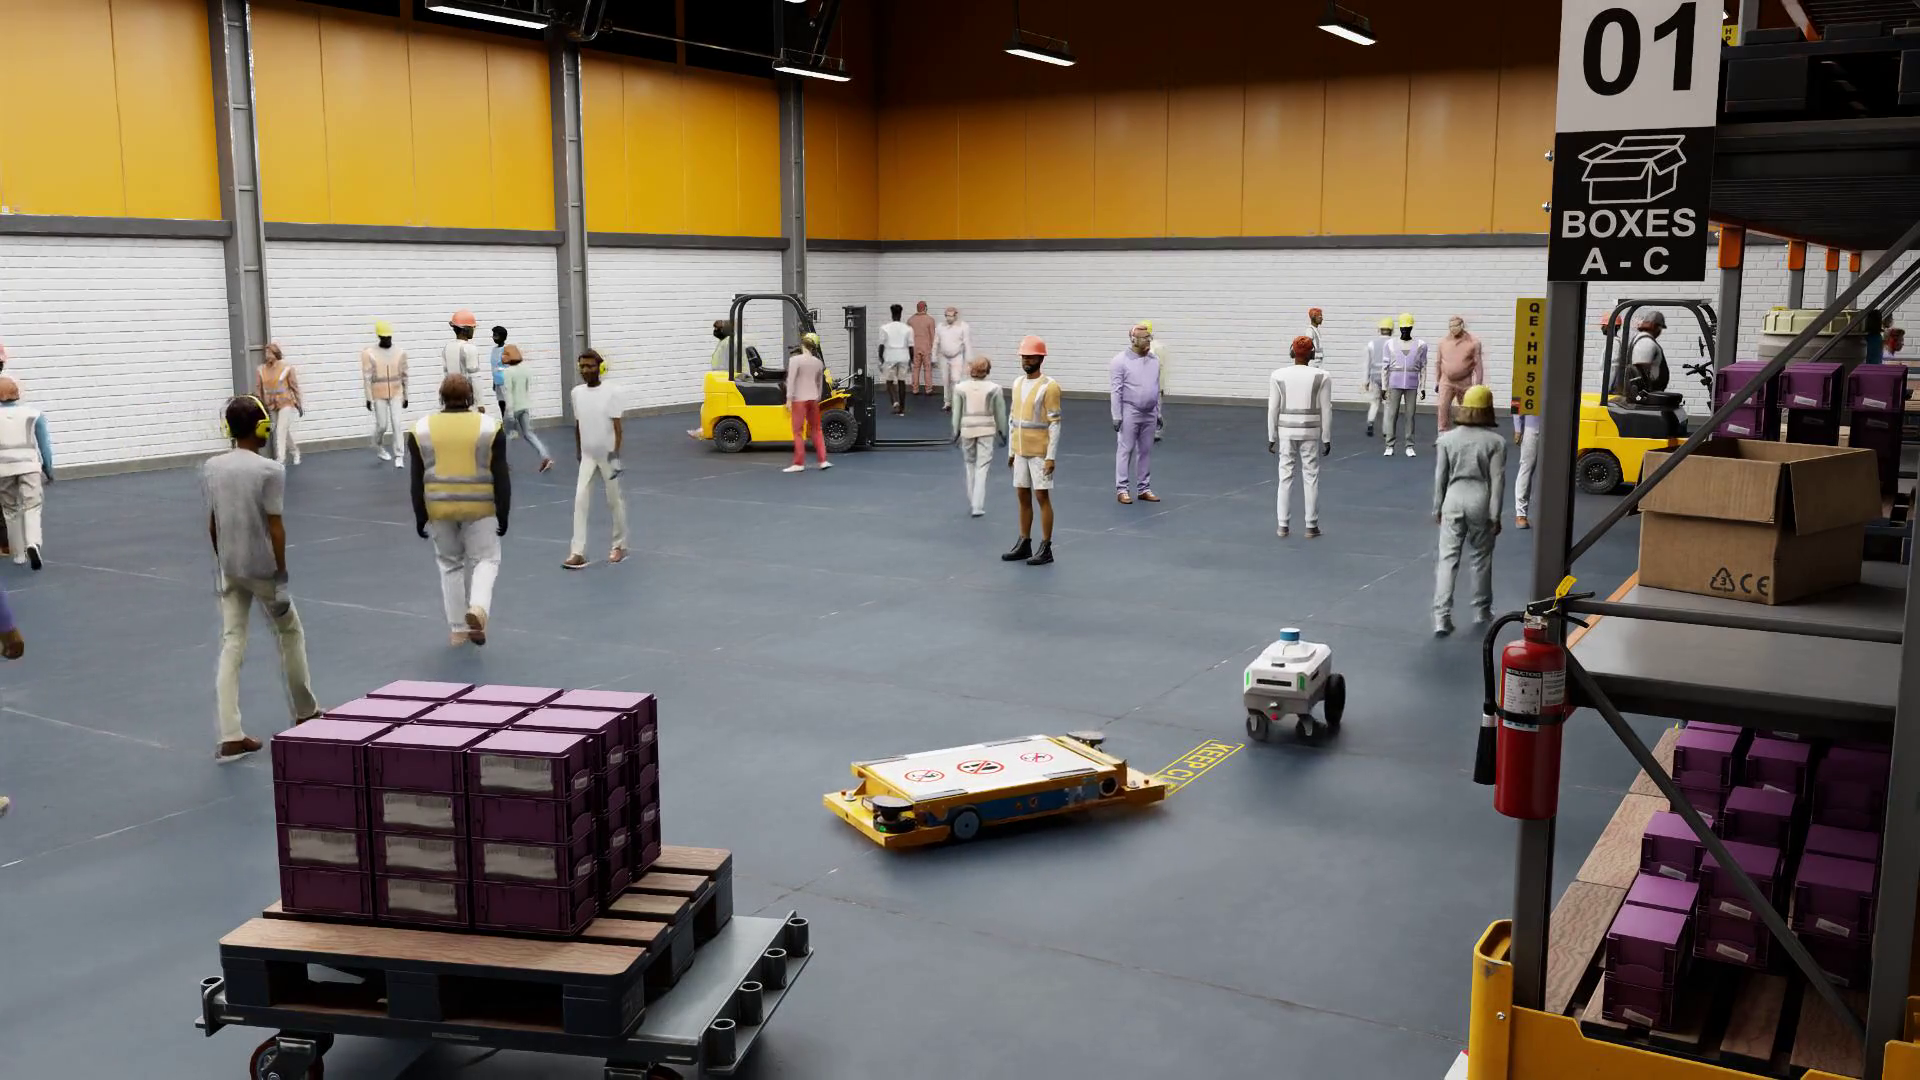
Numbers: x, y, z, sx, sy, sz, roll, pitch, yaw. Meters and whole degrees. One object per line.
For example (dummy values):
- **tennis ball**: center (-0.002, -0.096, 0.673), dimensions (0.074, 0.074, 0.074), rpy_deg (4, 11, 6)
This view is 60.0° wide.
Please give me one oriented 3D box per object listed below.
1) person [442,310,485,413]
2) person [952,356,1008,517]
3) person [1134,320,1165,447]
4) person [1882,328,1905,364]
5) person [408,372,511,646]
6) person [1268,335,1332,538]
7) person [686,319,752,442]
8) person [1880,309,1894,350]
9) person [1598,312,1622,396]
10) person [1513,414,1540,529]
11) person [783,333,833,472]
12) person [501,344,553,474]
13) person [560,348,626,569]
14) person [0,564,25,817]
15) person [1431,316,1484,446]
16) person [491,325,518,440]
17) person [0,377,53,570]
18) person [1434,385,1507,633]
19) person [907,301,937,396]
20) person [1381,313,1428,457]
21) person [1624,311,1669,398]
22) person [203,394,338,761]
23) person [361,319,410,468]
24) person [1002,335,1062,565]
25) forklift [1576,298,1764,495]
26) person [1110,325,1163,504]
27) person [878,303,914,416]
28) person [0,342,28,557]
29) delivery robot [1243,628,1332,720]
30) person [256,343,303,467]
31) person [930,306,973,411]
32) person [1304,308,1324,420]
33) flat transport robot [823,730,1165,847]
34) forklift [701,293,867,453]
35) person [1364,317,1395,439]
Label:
- **person**: center (-5.620, -1.592, 18.952), dimensions (0.608, 2.044, 0.370), rpy_deg (7, 12, 38)
- **person**: center (0.225, -1.066, 17.002), dimensions (0.549, 1.601, 0.792), rpy_deg (2, 9, 15)
- **person**: center (2.572, -2.232, 23.738), dimensions (0.934, 1.781, 0.605), rpy_deg (-6, 11, -33)
- **person**: center (10.720, -1.546, 19.326), dimensions (0.513, 1.828, 0.579), rpy_deg (2, 9, 12)
- **person**: center (-3.249, -0.178, 10.825), dimensions (0.631, 1.827, 0.631), rpy_deg (-1, 9, -9)
- **person**: center (3.166, -0.961, 15.504), dimensions (0.584, 1.882, 0.339), rpy_deg (3, 10, 18)
- **person**: center (-3.469, -2.302, 24.167), dimensions (0.974, 1.788, 0.626), rpy_deg (-3, 10, -20)
- **person**: center (13.510, -2.433, 24.529), dimensions (0.359, 1.936, 0.632), rpy_deg (-1, 9, -5)
- **person**: center (8.777, -2.107, 22.490), dimensions (0.369, 1.939, 0.542), rpy_deg (4, 10, 24)
- **person**: center (5.631, -1.067, 16.008), dimensions (0.627, 1.936, 0.376), rpy_deg (0, 9, 2)
- **person**: center (-1.893, -1.698, 20.627), dimensions (0.353, 1.721, 0.646), rpy_deg (9, 12, 43)
- **person**: center (-5.384, -1.602, 20.400), dimensions (0.806, 1.599, 0.510), rpy_deg (3, 10, 21)
- **person**: center (-3.044, -0.667, 13.844), dimensions (0.530, 1.834, 0.896), rpy_deg (2, 9, 15)
- **person**: center (-4.283, 0.315, 7.109), dimensions (0.627, 2.018, 0.722), rpy_deg (5, 10, 28)
- **person**: center (7.131, -2.257, 23.725), dimensions (0.694, 1.861, 0.704), rpy_deg (4, 10, 25)
- **person**: center (-6.763, -2.326, 24.640), dimensions (0.320, 1.694, 0.538), rpy_deg (-8, 12, -40)
- **person**: center (-7.829, -0.551, 13.801), dimensions (0.536, 1.605, 0.741), rpy_deg (-5, 10, -27)
- **person**: center (3.503, -0.218, 11.452), dimensions (0.499, 1.697, 0.886), rpy_deg (6, 11, 33)
- **person**: center (-0.745, -3.865, 33.551), dimensions (0.642, 1.913, 0.408), rpy_deg (4, 10, 25)
- **person**: center (5.960, -2.076, 22.331), dimensions (0.595, 1.925, 0.371), rpy_deg (2, 9, 11)
- **person**: center (8.992, -2.052, 21.829), dimensions (0.984, 2.000, 0.681), rpy_deg (0, 9, 3)
- **person**: center (-3.608, 0.165, 8.617), dimensions (0.545, 1.831, 0.885), rpy_deg (3, 9, 15)
- **person**: center (-7.320, -1.874, 21.198), dimensions (0.598, 1.889, 0.731), rpy_deg (-5, 11, -30)
- **person**: center (0.599, -0.761, 14.075), dimensions (0.350, 1.940, 0.552), rpy_deg (-8, 12, -42)
- **forklift**: center (7.954, -1.589, 18.462), dimensions (2.313, 2.155, 1.214), rpy_deg (5, 11, 30)
- **person**: center (1.912, -1.345, 17.815), dimensions (0.651, 1.913, 0.409), rpy_deg (-5, 11, -30)
- **person**: center (-1.107, -3.107, 28.712), dimensions (0.655, 1.942, 0.453), rpy_deg (-2, 9, -13)
- **person**: center (-8.542, -0.815, 14.552), dimensions (0.958, 1.924, 0.650), rpy_deg (2, 9, 13)
- **delivery robot**: center (1.758, 0.714, 8.894), dimensions (0.477, 0.478, 0.707), rpy_deg (4, 10, 23)
- **person**: center (-8.549, -1.696, 21.005), dimensions (0.536, 1.597, 0.836), rpy_deg (1, 9, 8)
- **person**: center (-0.145, -3.210, 29.584), dimensions (0.778, 1.868, 0.542), rpy_deg (3, 10, 20)
- **person**: center (5.881, -2.912, 27.682), dimensions (0.345, 1.882, 0.584), rpy_deg (3, 10, 20)
- **flat transport robot**: center (0.161, 1.113, 7.582), dimensions (1.431, 0.197, 0.652), rpy_deg (-5, 10, -28)
- **forklift**: center (-2.458, -2.344, 23.176), dimensions (2.313, 2.155, 1.214), rpy_deg (0, 9, -2)
- **person**: center (6.287, -2.384, 24.611), dimensions (0.607, 1.820, 0.459), rpy_deg (5, 11, 31)
